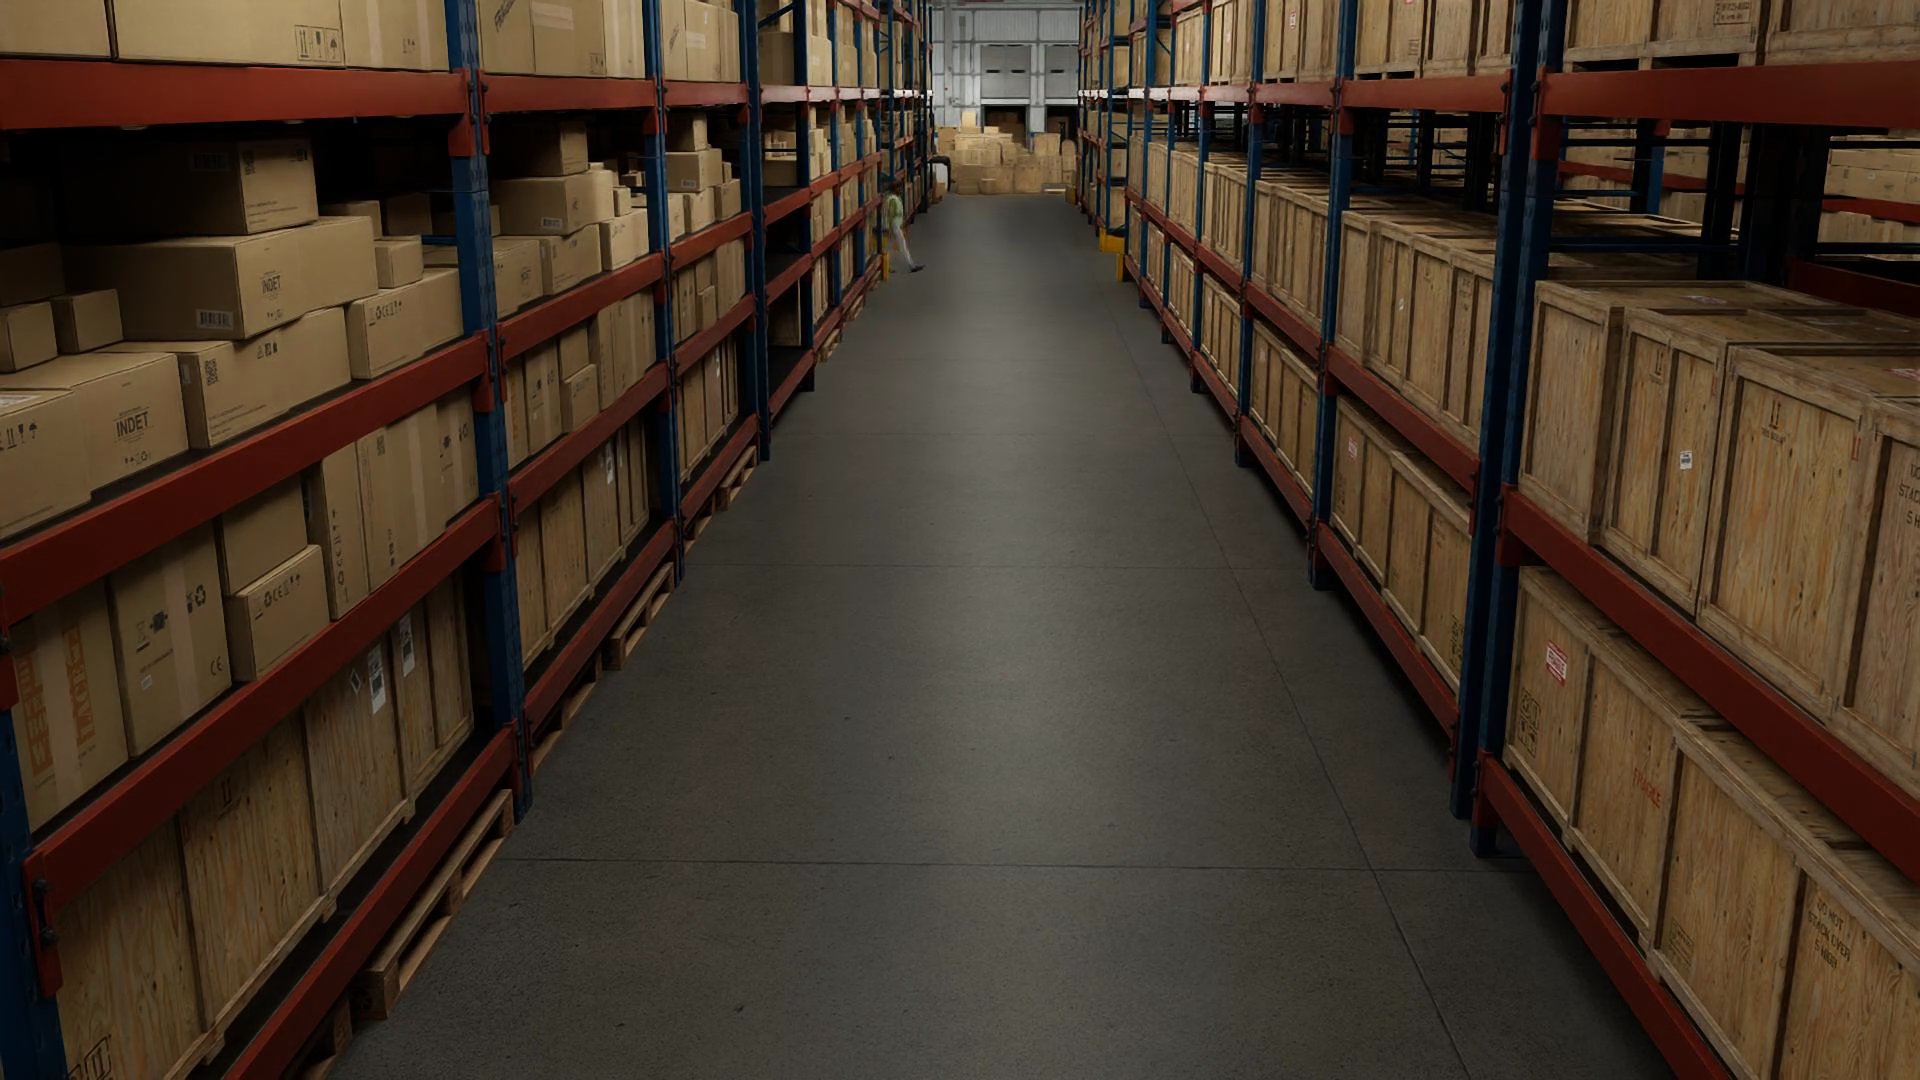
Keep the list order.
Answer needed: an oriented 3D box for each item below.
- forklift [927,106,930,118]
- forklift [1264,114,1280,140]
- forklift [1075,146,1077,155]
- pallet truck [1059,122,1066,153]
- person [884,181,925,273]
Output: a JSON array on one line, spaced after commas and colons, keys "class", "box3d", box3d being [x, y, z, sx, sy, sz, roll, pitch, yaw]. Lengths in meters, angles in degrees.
[{"class": "forklift", "box3d": [-1.918, -21.452, 87.607, 1.129, 2.768, 1.873, 0, 15, 2]}, {"class": "forklift", "box3d": [11.018, -13.920, 59.582, 1.129, 2.768, 1.873, 0, 15, 2]}, {"class": "forklift", "box3d": [5.784, -18.123, 75.220, 1.129, 2.768, 1.873, -1, 15, -5]}, {"class": "pallet truck", "box3d": [5.788, -21.111, 88.014, 1.885, 1.965, 0.823, 5, 16, 18]}, {"class": "person", "box3d": [-1.153, -6.124, 32.616, 0.939, 1.796, 0.596, 2, 15, 6]}]
